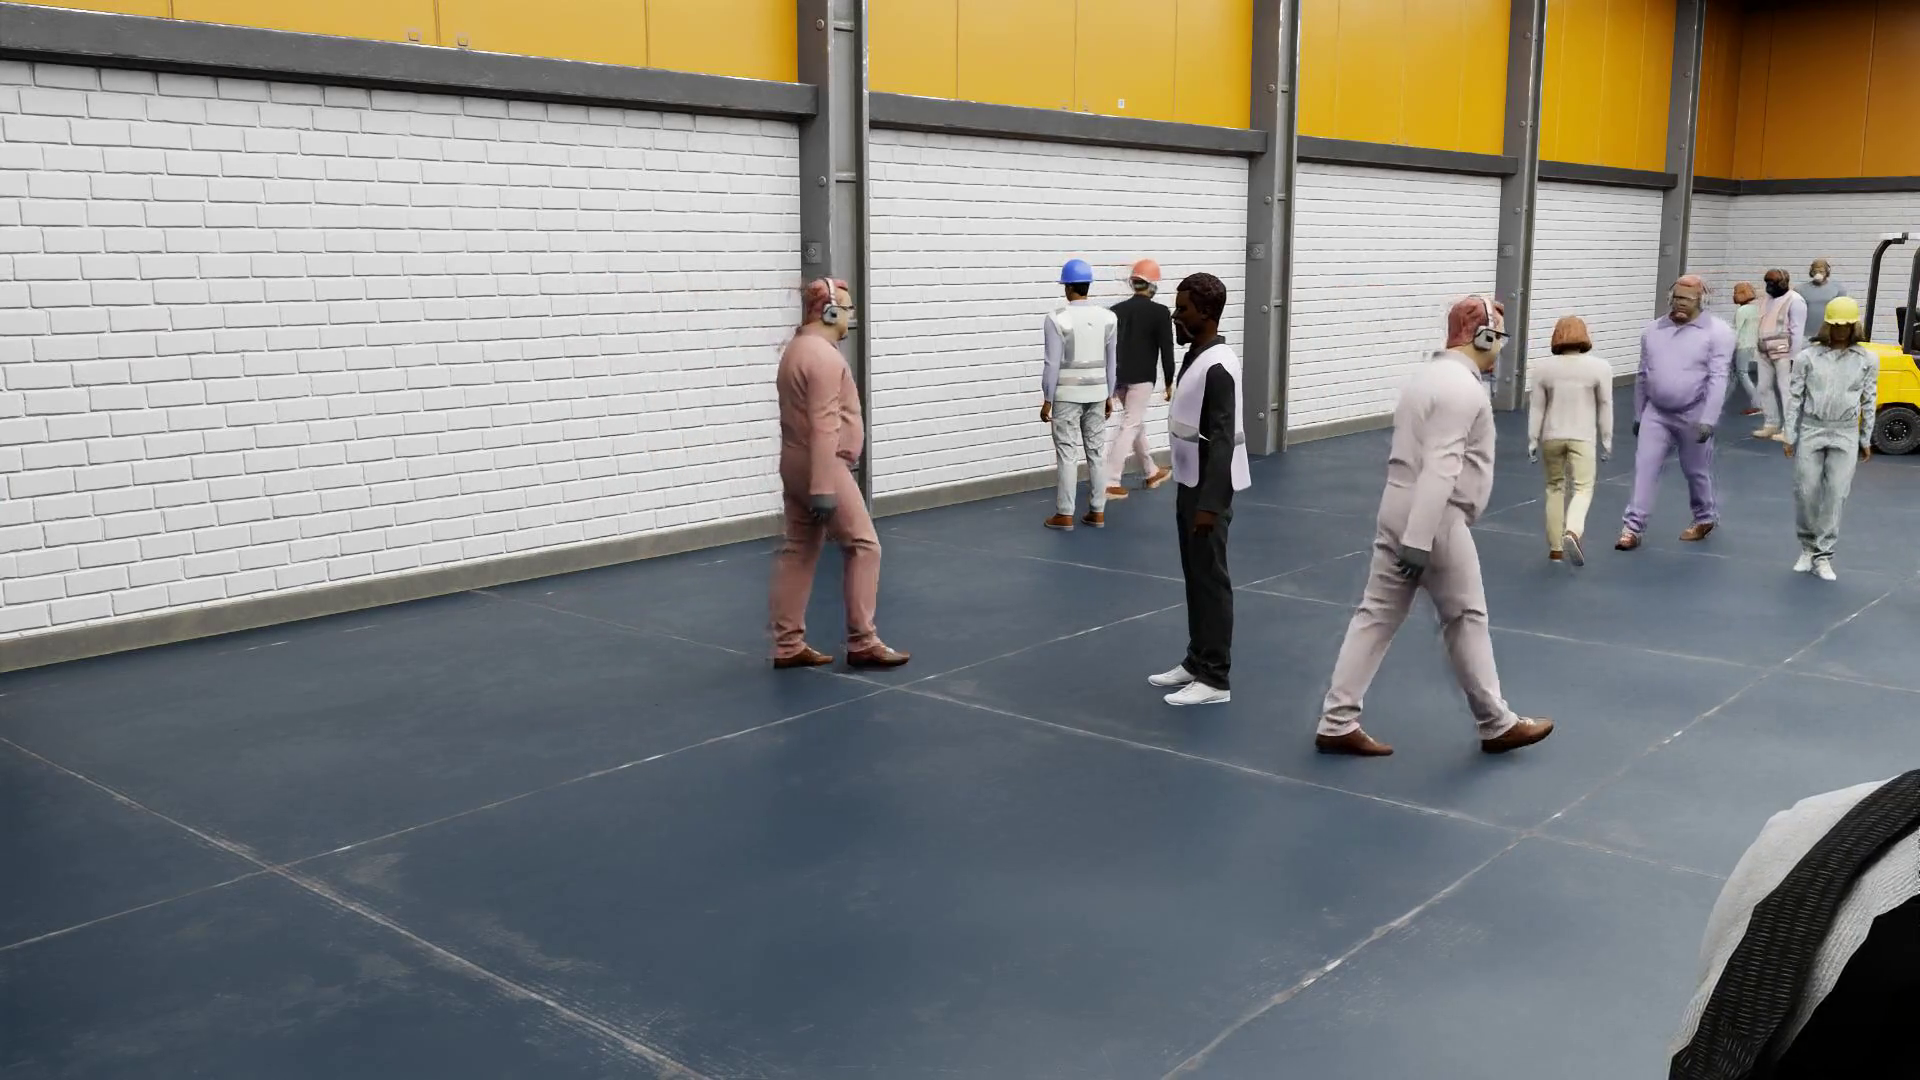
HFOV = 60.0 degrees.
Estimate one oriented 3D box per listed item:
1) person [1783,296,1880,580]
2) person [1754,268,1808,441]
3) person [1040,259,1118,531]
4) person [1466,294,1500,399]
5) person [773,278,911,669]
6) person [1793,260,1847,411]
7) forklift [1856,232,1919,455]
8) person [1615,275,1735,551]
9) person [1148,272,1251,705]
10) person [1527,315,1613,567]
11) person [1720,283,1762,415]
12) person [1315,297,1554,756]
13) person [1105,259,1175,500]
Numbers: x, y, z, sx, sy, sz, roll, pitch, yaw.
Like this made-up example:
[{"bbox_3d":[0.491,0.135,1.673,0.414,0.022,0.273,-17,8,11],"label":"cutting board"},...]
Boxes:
[{"bbox_3d":[5.358,-0.629,10.268,0.496,1.735,0.475,4,11,20],"label":"person"},{"bbox_3d":[8.654,-1.954,17.580,0.433,1.821,0.658,-2,10,-12],"label":"person"},{"bbox_3d":[0.849,-1.039,11.985,0.614,1.945,0.395,-5,11,-28],"label":"person"},{"bbox_3d":[4.771,-1.468,15.395,0.495,1.617,0.590,8,13,39],"label":"person"},{"bbox_3d":[-0.563,-0.303,7.977,0.773,1.877,0.686,-4,11,-20],"label":"person"},{"bbox_3d":[10.754,-2.579,20.949,0.652,1.888,1.040,7,12,34],"label":"person"},{"bbox_3d":[9.955,-1.972,16.595,2.313,2.155,1.214,1,10,8],"label":"forklift"},{"bbox_3d":[4.885,-0.864,11.283,0.979,1.861,0.653,-10,14,-44],"label":"person"},{"bbox_3d":[1.087,-0.223,7.428,0.393,1.917,0.591,-1,10,-3],"label":"person"},{"bbox_3d":[3.843,-0.617,10.552,0.520,1.608,0.641,6,11,29],"label":"person"},{"bbox_3d":[9.491,-2.326,20.285,0.703,1.603,0.521,8,12,37],"label":"person"},{"bbox_3d":[1.908,-0.034,6.608,1.033,1.827,0.652,-1,10,-6],"label":"person"},{"bbox_3d":[1.459,-1.316,13.612,0.601,1.929,1.053,9,14,42],"label":"person"}]
